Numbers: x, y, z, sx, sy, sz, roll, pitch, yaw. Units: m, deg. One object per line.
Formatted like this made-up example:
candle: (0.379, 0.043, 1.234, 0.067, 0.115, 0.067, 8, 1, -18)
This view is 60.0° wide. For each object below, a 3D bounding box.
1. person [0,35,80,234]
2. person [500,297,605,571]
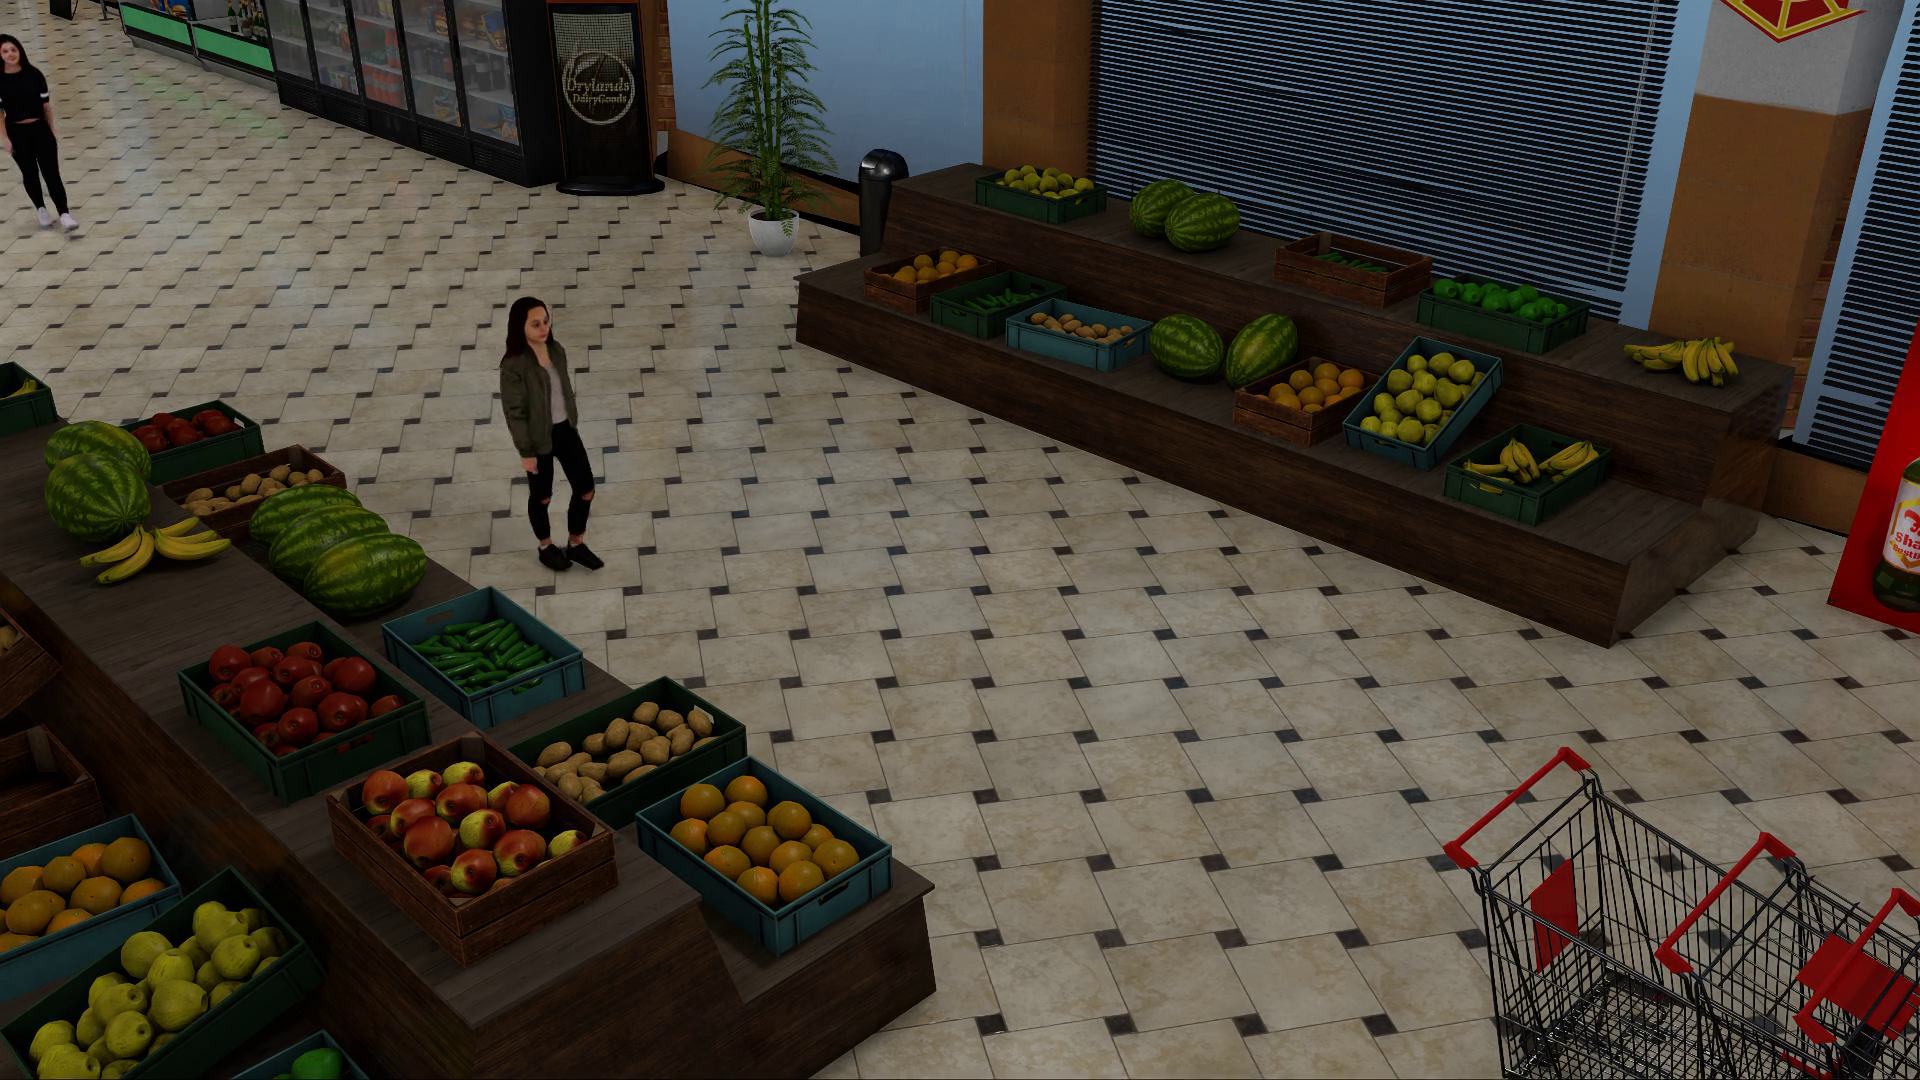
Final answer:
person: (-7.746, -3.360, 13.799, 0.669, 1.601, 1.040, -21, 34, -35)
person: (-2.126, -0.520, 8.352, 0.646, 1.461, 0.629, 19, 33, 33)
